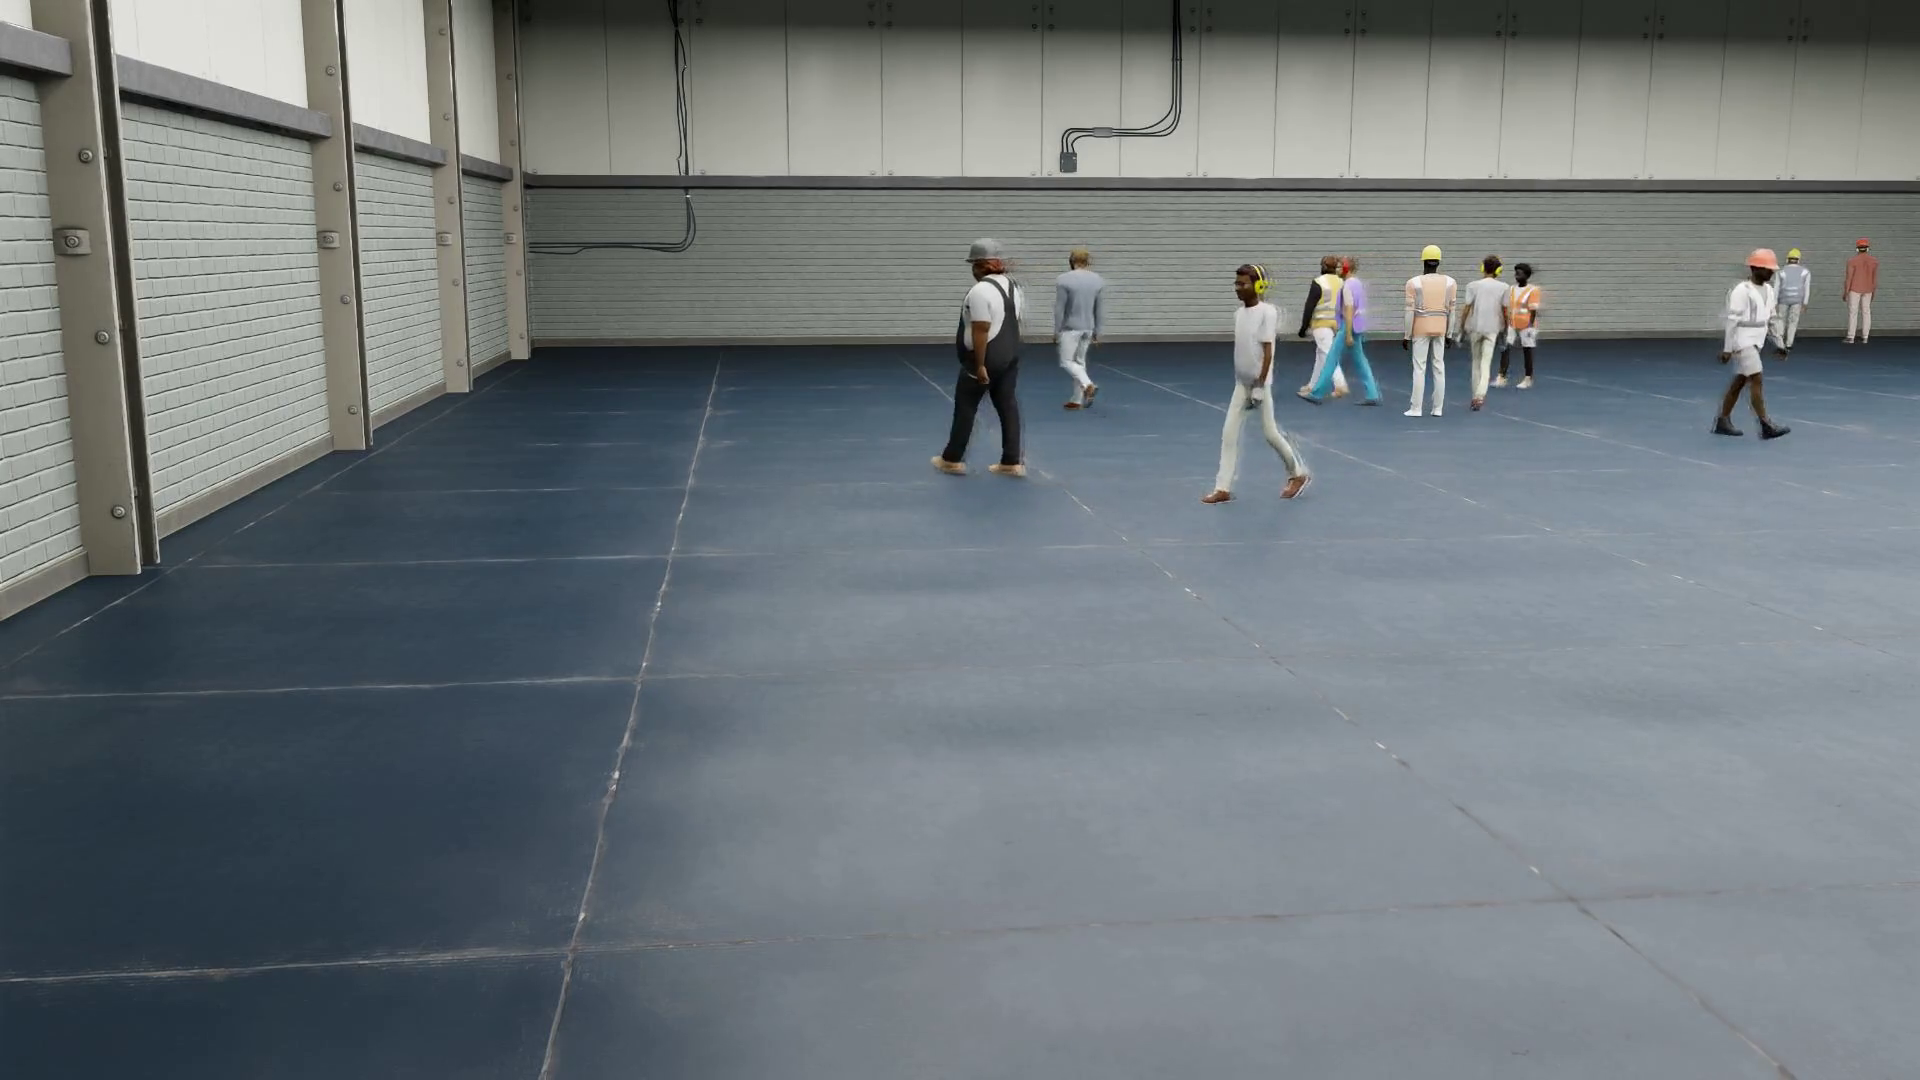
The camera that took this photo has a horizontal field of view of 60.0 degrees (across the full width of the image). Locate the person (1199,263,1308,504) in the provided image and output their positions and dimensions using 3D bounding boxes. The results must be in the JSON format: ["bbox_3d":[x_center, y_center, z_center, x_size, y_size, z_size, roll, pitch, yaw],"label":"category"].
[{"bbox_3d":[2.288,-1.192,12.707,0.950,1.835,0.537,-6,12,-30],"label":"person"}]

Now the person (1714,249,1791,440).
[{"bbox_3d":[8.048,-1.950,16.677,0.567,1.888,0.964,-8,13,-36],"label":"person"}]

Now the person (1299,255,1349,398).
[{"bbox_3d":[4.679,-2.714,21.135,0.628,1.806,0.946,-7,12,-34],"label":"person"}]

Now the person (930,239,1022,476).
[{"bbox_3d":[0.148,-1.570,14.180,0.912,2.000,0.693,8,13,36],"label":"person"}]

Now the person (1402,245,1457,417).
[{"bbox_3d":[5.256,-2.334,18.678,0.587,1.927,0.367,-1,10,-7],"label":"person"}]

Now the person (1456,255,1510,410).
[{"bbox_3d":[6.163,-2.438,19.583,0.585,1.821,0.910,5,11,25],"label":"person"}]

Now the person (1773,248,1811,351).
[{"bbox_3d":[14.718,-4.249,29.482,0.596,1.812,0.434,4,11,20],"label":"person"}]

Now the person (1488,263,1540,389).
[{"bbox_3d":[7.346,-2.816,21.991,0.734,1.666,0.557,-6,12,-31],"label":"person"}]

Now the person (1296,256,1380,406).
[{"bbox_3d":[4.601,-2.499,19.962,1.007,1.788,0.574,5,12,27],"label":"person"}]

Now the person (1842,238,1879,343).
[{"bbox_3d":[17.200,-4.757,31.797,0.608,1.987,0.391,0,10,0],"label":"person"}]

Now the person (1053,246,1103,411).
[{"bbox_3d":[1.393,-2.418,19.168,0.637,1.917,0.671,-7,13,-34],"label":"person"}]
